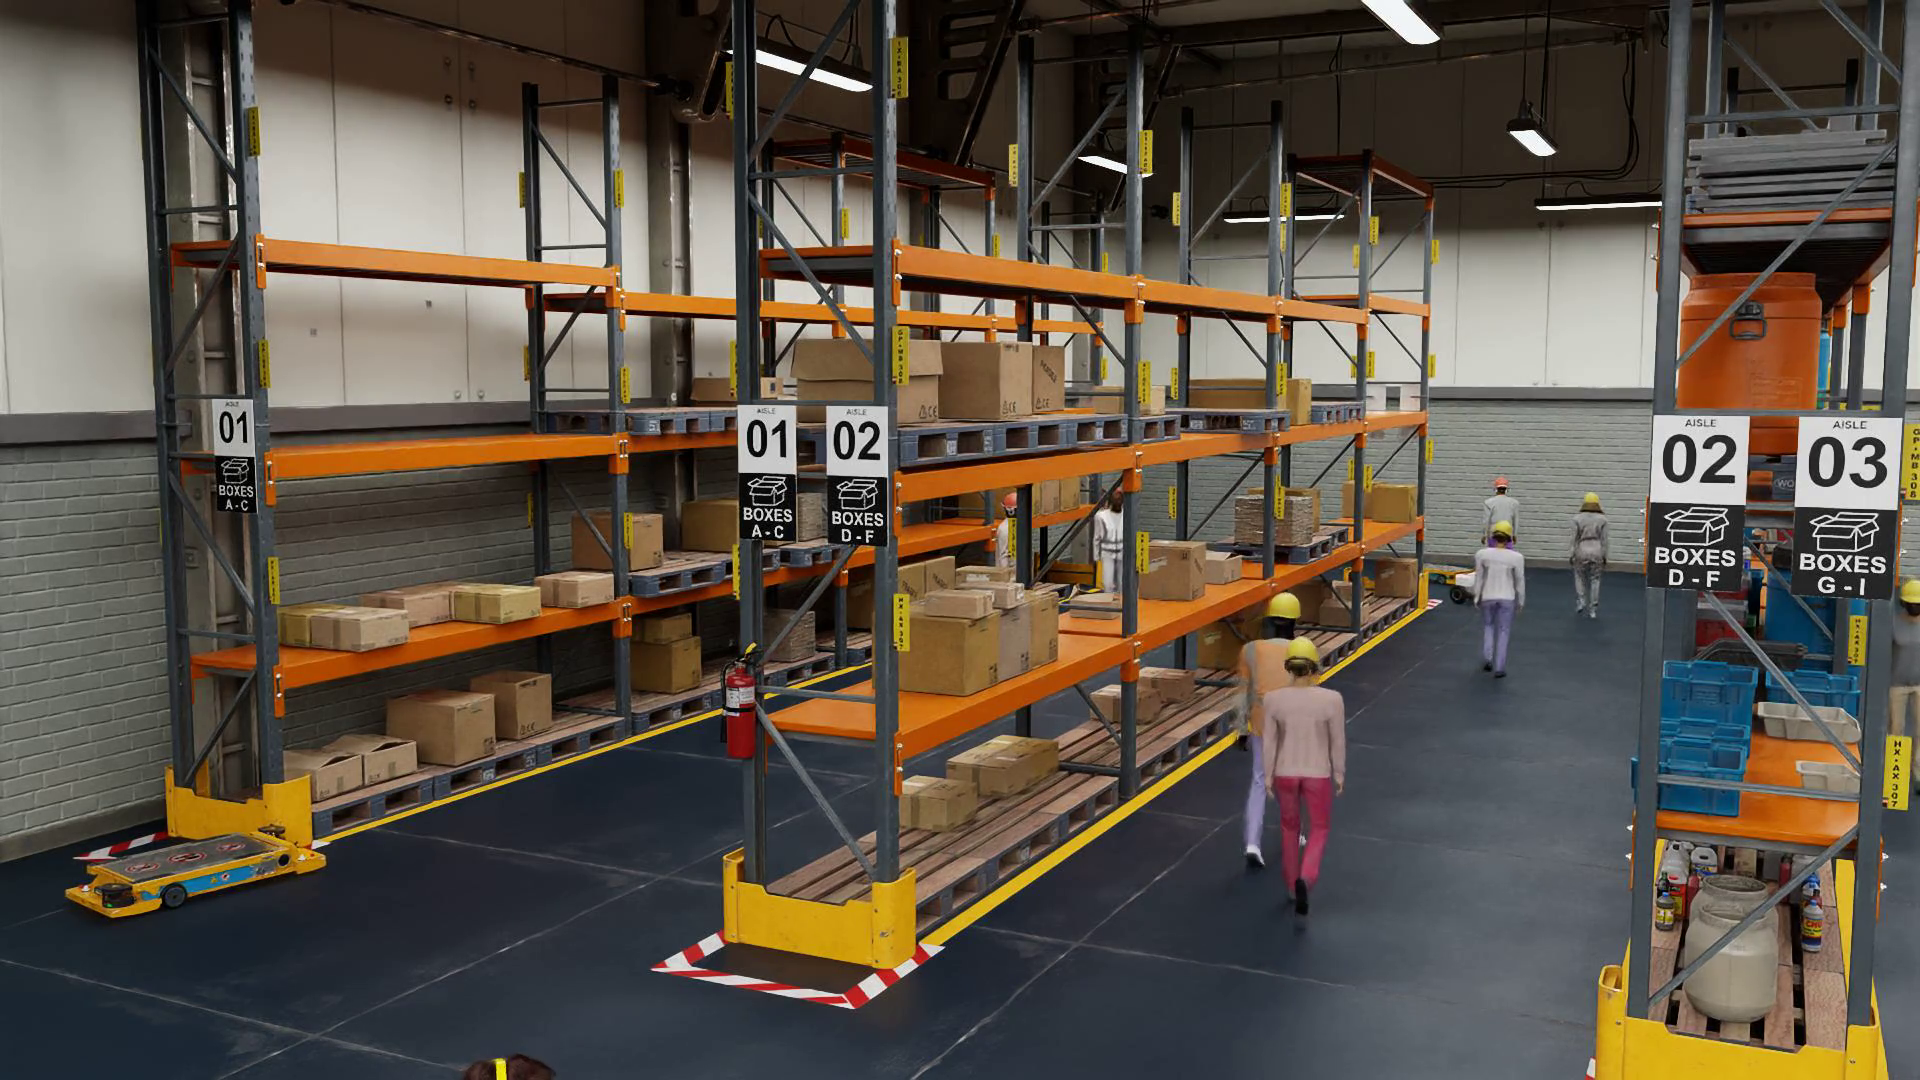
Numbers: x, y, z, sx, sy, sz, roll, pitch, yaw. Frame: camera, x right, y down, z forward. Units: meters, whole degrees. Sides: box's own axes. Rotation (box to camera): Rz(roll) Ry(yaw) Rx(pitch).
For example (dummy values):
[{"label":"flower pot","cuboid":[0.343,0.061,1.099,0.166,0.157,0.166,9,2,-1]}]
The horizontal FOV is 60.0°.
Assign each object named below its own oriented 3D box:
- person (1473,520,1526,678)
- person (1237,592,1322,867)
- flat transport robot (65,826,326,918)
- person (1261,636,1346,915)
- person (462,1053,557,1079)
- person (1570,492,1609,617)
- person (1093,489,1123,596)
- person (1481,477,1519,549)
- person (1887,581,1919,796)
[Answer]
[{"label":"person","cuboid":[6.028,0.652,18.552,0.543,1.747,0.529,3,7,29]},{"label":"person","cuboid":[2.201,1.303,11.557,0.600,1.891,0.958,3,7,26]},{"label":"flat transport robot","cuboid":[-5.013,2.164,10.958,0.652,0.197,1.431,5,8,39]},{"label":"person","cuboid":[2.151,1.482,10.487,0.532,1.746,0.645,2,6,19]},{"label":"person","cuboid":[-1.045,2.105,3.861,0.328,1.868,0.514,-3,7,-29]},{"label":"person","cuboid":[8.709,0.202,23.035,0.505,1.728,0.463,1,6,13]},{"label":"person","cuboid":[2.074,0.253,21.965,0.611,1.839,0.942,0,6,0]},{"label":"person","cuboid":[8.383,-0.101,25.852,0.575,1.749,0.335,0,6,-4]},{"label":"person","cuboid":[7.675,1.190,13.446,0.552,1.719,0.890,3,7,27]}]
